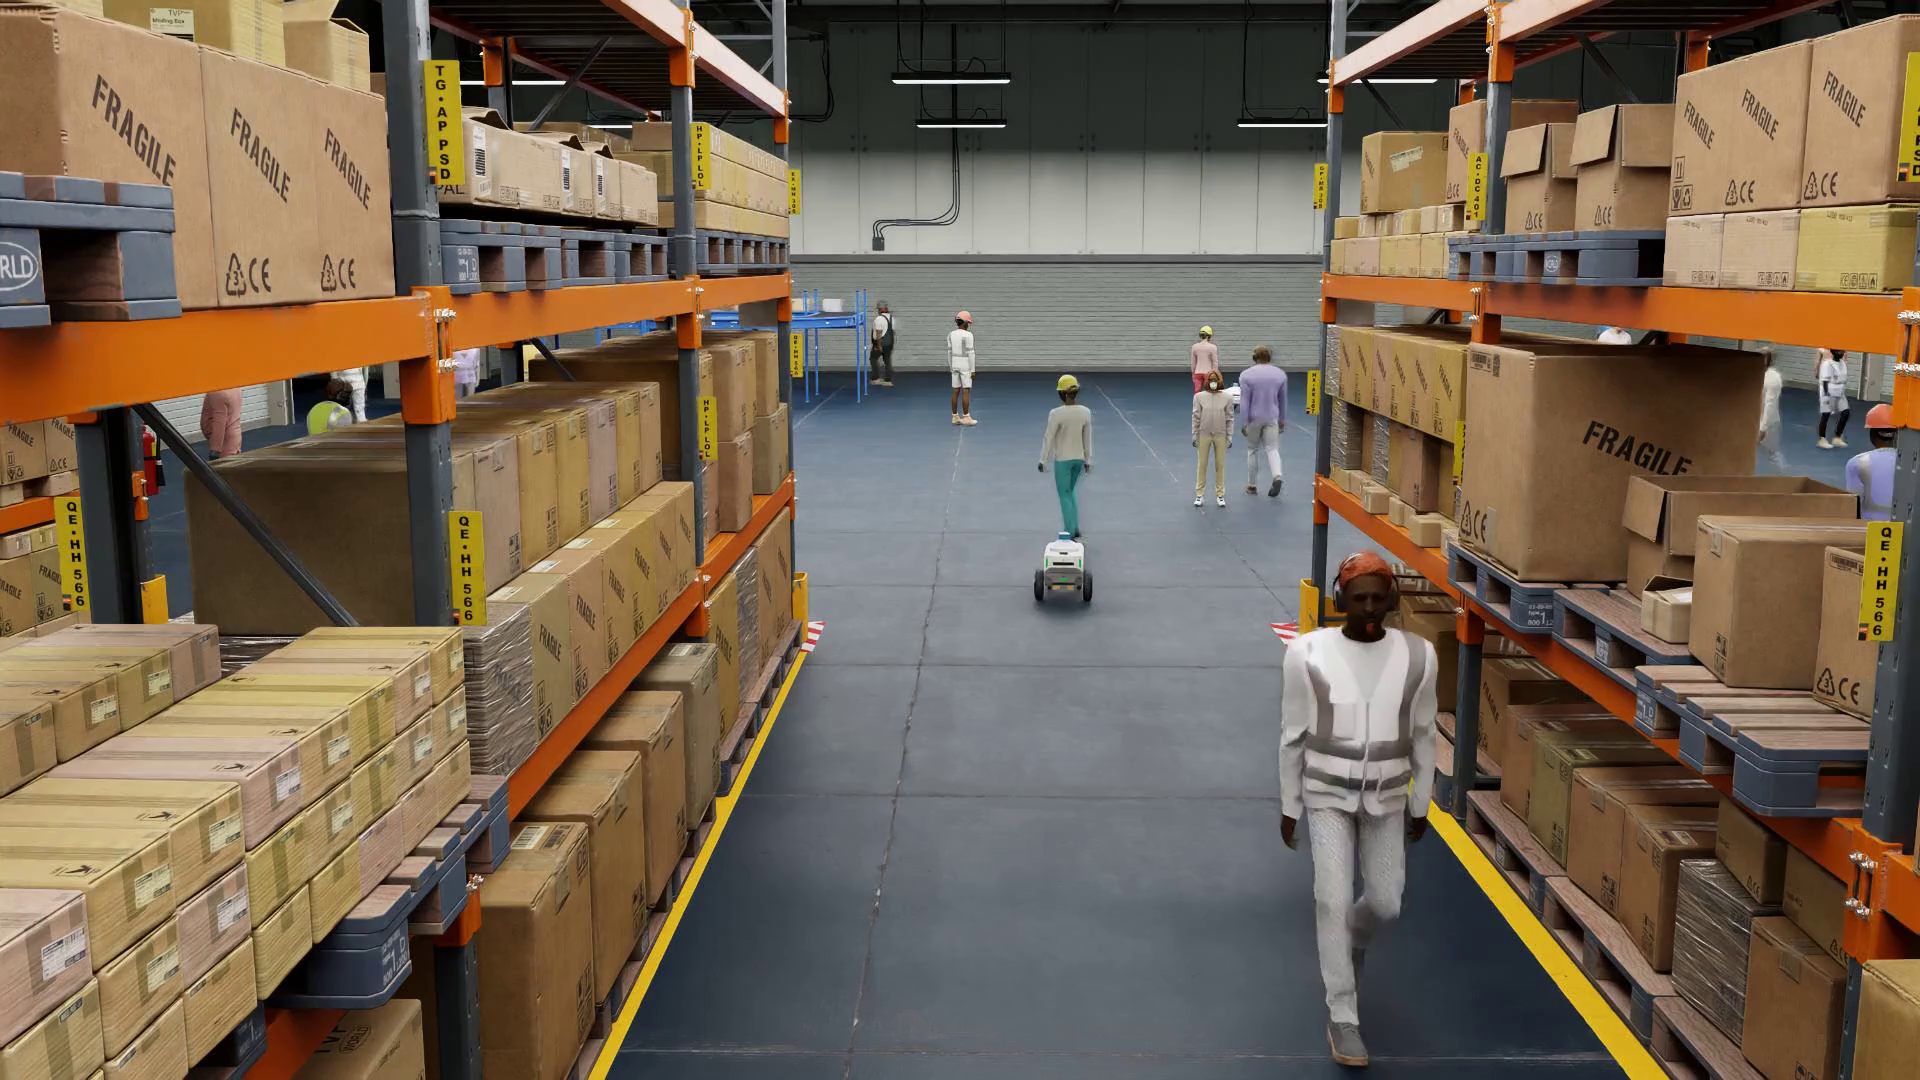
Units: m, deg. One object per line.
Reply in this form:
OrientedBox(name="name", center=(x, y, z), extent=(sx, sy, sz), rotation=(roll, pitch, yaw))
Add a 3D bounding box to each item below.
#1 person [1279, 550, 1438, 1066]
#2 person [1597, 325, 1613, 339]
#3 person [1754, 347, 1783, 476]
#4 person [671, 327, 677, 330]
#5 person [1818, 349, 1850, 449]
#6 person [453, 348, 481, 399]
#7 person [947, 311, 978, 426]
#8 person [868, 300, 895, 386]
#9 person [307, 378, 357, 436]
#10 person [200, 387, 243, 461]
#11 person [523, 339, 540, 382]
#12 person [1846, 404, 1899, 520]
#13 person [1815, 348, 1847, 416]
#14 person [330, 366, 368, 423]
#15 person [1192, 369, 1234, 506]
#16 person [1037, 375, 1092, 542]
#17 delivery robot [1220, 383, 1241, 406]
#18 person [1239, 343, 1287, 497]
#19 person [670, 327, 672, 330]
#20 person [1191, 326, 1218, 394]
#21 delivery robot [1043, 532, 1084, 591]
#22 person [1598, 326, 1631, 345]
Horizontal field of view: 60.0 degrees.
OrientedBox(name="person", center=(1.466, 0.947, 6.207), extent=(0.582, 1.865, 0.666), rotation=(0, 9, 2))
OrientedBox(name="person", center=(16.459, -4.994, 42.278), extent=(0.537, 1.698, 0.321), rotation=(6, 11, 33))
OrientedBox(name="person", center=(9.678, -1.401, 20.198), extent=(0.950, 1.882, 0.655), rotation=(-2, 10, -11))
OrientedBox(name="person", center=(-4.581, -2.582, 27.287), extent=(0.645, 1.880, 0.865), rotation=(-4, 10, -23))
OrientedBox(name="person", center=(13.630, -2.242, 25.836), extent=(0.561, 1.676, 0.544), rotation=(-4, 10, -24))
OrientedBox(name="person", center=(-8.309, -2.681, 27.806), extent=(0.589, 1.904, 0.617), rotation=(-5, 11, -26))
OrientedBox(name="person", center=(0.054, -3.070, 29.755), extent=(0.605, 2.036, 0.383), rotation=(9, 13, 43))
OrientedBox(name="person", center=(-1.879, -4.646, 39.300), extent=(0.666, 2.000, 0.691), rotation=(7, 12, 37))
OrientedBox(name="person", center=(-5.950, -0.634, 15.842), extent=(0.657, 1.819, 0.443), rotation=(6, 11, 31))
OrientedBox(name="person", center=(-7.982, -1.043, 17.994), extent=(0.410, 1.909, 0.643), rotation=(-1, 10, -8))
OrientedBox(name="person", center=(-6.967, -2.476, 26.773), extent=(0.627, 1.844, 0.429), rotation=(-8, 12, -40))
OrientedBox(name="person", center=(6.728, -0.047, 12.139), extent=(0.543, 1.885, 1.034), rotation=(3, 10, 17))
OrientedBox(name="person", center=(16.355, -3.105, 31.247), extent=(0.543, 1.588, 0.845), rotation=(6, 11, 33))
OrientedBox(name="person", center=(-9.568, -2.391, 26.097), extent=(0.596, 1.903, 1.006), rotation=(-5, 11, -30))
OrientedBox(name="person", center=(3.023, -1.225, 19.904), extent=(0.500, 1.633, 0.280), rotation=(1, 10, 7))
OrientedBox(name="person", center=(1.062, -0.831, 17.193), extent=(0.532, 1.753, 0.485), rotation=(-7, 12, -38))
OrientedBox(name="delivery robot", center=(5.376, -2.816, 32.487), extent=(0.707, 0.478, 0.477), rotation=(8, 12, 41))
OrientedBox(name="person", center=(3.794, -1.485, 20.661), extent=(0.644, 1.909, 0.898), rotation=(-1, 10, -8))
OrientedBox(name="person", center=(-4.921, -2.814, 28.854), extent=(0.477, 1.822, 0.604), rotation=(-7, 12, -37))
OrientedBox(name="person", center=(4.420, -2.975, 30.012), extent=(0.522, 1.761, 0.321), rotation=(6, 11, 33))
OrientedBox(name="delivery robot", center=(0.914, 0.176, 14.581), extent=(0.477, 0.478, 0.707), rotation=(1, 10, 5))
OrientedBox(name="person", center=(12.613, -3.348, 31.950), extent=(0.668, 1.860, 0.909), rotation=(-1, 10, -8))
